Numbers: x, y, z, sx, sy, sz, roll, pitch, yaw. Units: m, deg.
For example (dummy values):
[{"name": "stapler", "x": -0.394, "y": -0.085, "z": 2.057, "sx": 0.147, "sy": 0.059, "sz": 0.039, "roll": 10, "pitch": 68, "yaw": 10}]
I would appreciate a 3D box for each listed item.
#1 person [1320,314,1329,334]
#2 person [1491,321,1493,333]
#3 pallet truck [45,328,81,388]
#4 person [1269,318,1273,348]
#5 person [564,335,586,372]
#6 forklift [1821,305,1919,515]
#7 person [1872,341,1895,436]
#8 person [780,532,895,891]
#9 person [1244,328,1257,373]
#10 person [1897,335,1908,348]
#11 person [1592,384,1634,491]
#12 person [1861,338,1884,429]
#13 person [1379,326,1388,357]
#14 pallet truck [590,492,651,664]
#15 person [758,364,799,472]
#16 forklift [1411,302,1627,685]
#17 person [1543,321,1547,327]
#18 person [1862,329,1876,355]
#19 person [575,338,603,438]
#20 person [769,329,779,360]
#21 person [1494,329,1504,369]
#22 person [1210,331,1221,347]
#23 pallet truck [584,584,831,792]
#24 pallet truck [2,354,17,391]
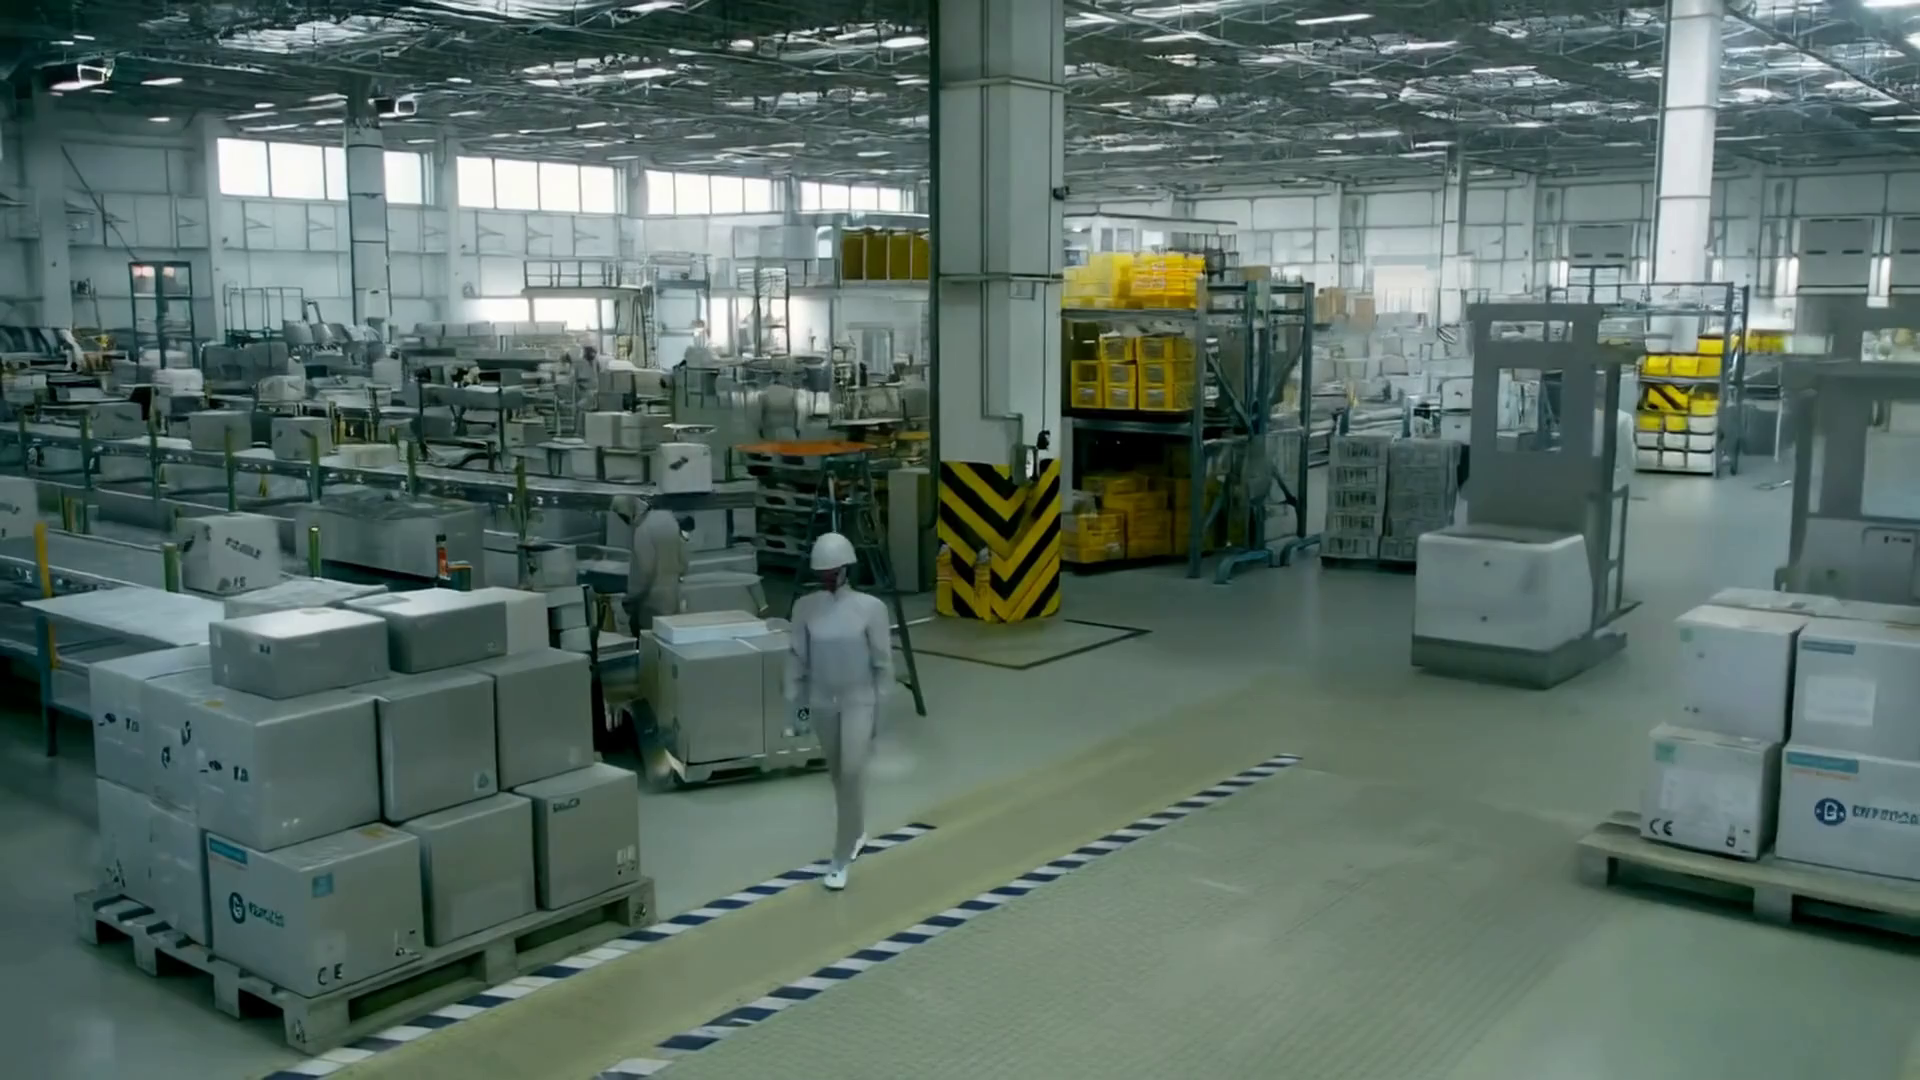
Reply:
[{"name": "person", "x": 16.998, "y": -9.590, "z": 77.753, "sx": 0.406, "sy": 1.917, "sz": 0.558, "roll": -2, "pitch": 9, "yaw": -14}, {"name": "person", "x": 25.769, "y": -10.080, "z": 80.929, "sx": 0.628, "sy": 1.958, "sz": 0.640, "roll": -7, "pitch": 11, "yaw": -40}, {"name": "pallet truck", "x": -23.775, "y": -4.544, "z": 43.495, "sx": 1.885, "sy": 1.965, "sz": 0.823, "roll": 6, "pitch": 10, "yaw": 35}, {"name": "person", "x": 16.181, "y": -11.028, "z": 87.428, "sx": 0.657, "sy": 1.927, "sz": 0.621, "roll": 7, "pitch": 11, "yaw": 39}, {"name": "person", "x": -9.352, "y": -4.094, "z": 40.851, "sx": 0.755, "sy": 1.879, "sz": 0.673, "roll": 7, "pitch": 11, "yaw": 39}, {"name": "forklift", "x": 5.434, "y": 0.053, "z": 9.544, "sx": 1.129, "sy": 2.768, "sz": 1.873, "roll": 6, "pitch": 11, "yaw": 37}, {"name": "person", "x": 18.749, "y": -3.070, "z": 33.758, "sx": 0.375, "sy": 1.935, "sz": 0.551, "roll": 5, "pitch": 10, "yaw": 30}, {"name": "person", "x": -0.627, "y": 0.827, "z": 8.184, "sx": 0.550, "sy": 1.726, "sz": 0.848, "roll": 3, "pitch": 9, "yaw": 22}, {"name": "person", "x": 9.023, "y": -5.754, "z": 52.132, "sx": 1.006, "sy": 1.853, "sz": 0.611, "roll": 6, "pitch": 10, "yaw": 35}, {"name": "person", "x": 24.366, "y": -4.380, "z": 42.926, "sx": 0.841, "sy": 1.847, "sz": 0.521, "roll": 1, "pitch": 8, "yaw": 5}, {"name": "person", "x": 7.443, "y": -0.877, "z": 19.166, "sx": 0.560, "sy": 1.894, "sz": 0.991, "roll": 6, "pitch": 10, "yaw": 34}, {"name": "person", "x": 19.389, "y": -3.325, "z": 35.479, "sx": 0.364, "sy": 1.935, "sz": 0.553, "roll": -5, "pitch": 10, "yaw": -30}, {"name": "person", "x": 15.548, "y": -7.075, "z": 61.510, "sx": 0.825, "sy": 1.715, "sz": 0.488, "roll": -1, "pitch": 9, "yaw": -9}, {"name": "pallet truck", "x": -3.115, "y": 0.344, "z": 12.883, "sx": 0.653, "sy": 1.274, "sz": 1.630, "roll": 7, "pitch": 11, "yaw": 37}, {"name": "person", "x": -2.757, "y": -1.753, "z": 25.274, "sx": 0.606, "sy": 1.815, "sz": 0.426, "roll": -3, "pitch": 9, "yaw": -22}, {"name": "forklift", "x": 4.379, "y": -0.438, "z": 12.852, "sx": 1.129, "sy": 2.768, "sz": 1.873, "roll": 7, "pitch": 11, "yaw": 37}, {"name": "person", "x": 24.362, "y": -8.260, "z": 69.116, "sx": 0.431, "sy": 1.835, "sz": 0.624, "roll": -2, "pitch": 9, "yaw": -12}, {"name": "person", "x": 30.697, "y": -6.353, "z": 56.296, "sx": 0.535, "sy": 1.829, "sz": 0.964, "roll": -1, "pitch": 8, "yaw": -4}, {"name": "person", "x": -7.068, "y": -2.841, "z": 31.863, "sx": 0.393, "sy": 2.041, "sz": 0.614, "roll": 5, "pitch": 10, "yaw": 33}, {"name": "person", "x": -6.943, "y": -7.213, "z": 61.995, "sx": 0.343, "sy": 1.847, "sz": 0.507, "roll": 5, "pitch": 10, "yaw": 30}, {"name": "person", "x": 14.894, "y": -4.932, "z": 46.387, "sx": 0.611, "sy": 1.926, "sz": 0.989, "roll": -8, "pitch": 11, "yaw": -41}, {"name": "person", "x": 7.952, "y": -5.684, "z": 52.090, "sx": 0.539, "sy": 1.717, "sz": 0.910, "roll": -3, "pitch": 9, "yaw": -17}, {"name": "pallet truck", "x": -1.426, "y": 0.805, "z": 10.019, "sx": 1.601, "sy": 1.201, "sz": 0.680, "roll": -4, "pitch": 9, "yaw": -26}, {"name": "pallet truck", "x": -24.881, "y": -4.417, "z": 42.634, "sx": 1.885, "sy": 1.965, "sz": 0.823, "roll": 8, "pitch": 11, "yaw": 41}]
